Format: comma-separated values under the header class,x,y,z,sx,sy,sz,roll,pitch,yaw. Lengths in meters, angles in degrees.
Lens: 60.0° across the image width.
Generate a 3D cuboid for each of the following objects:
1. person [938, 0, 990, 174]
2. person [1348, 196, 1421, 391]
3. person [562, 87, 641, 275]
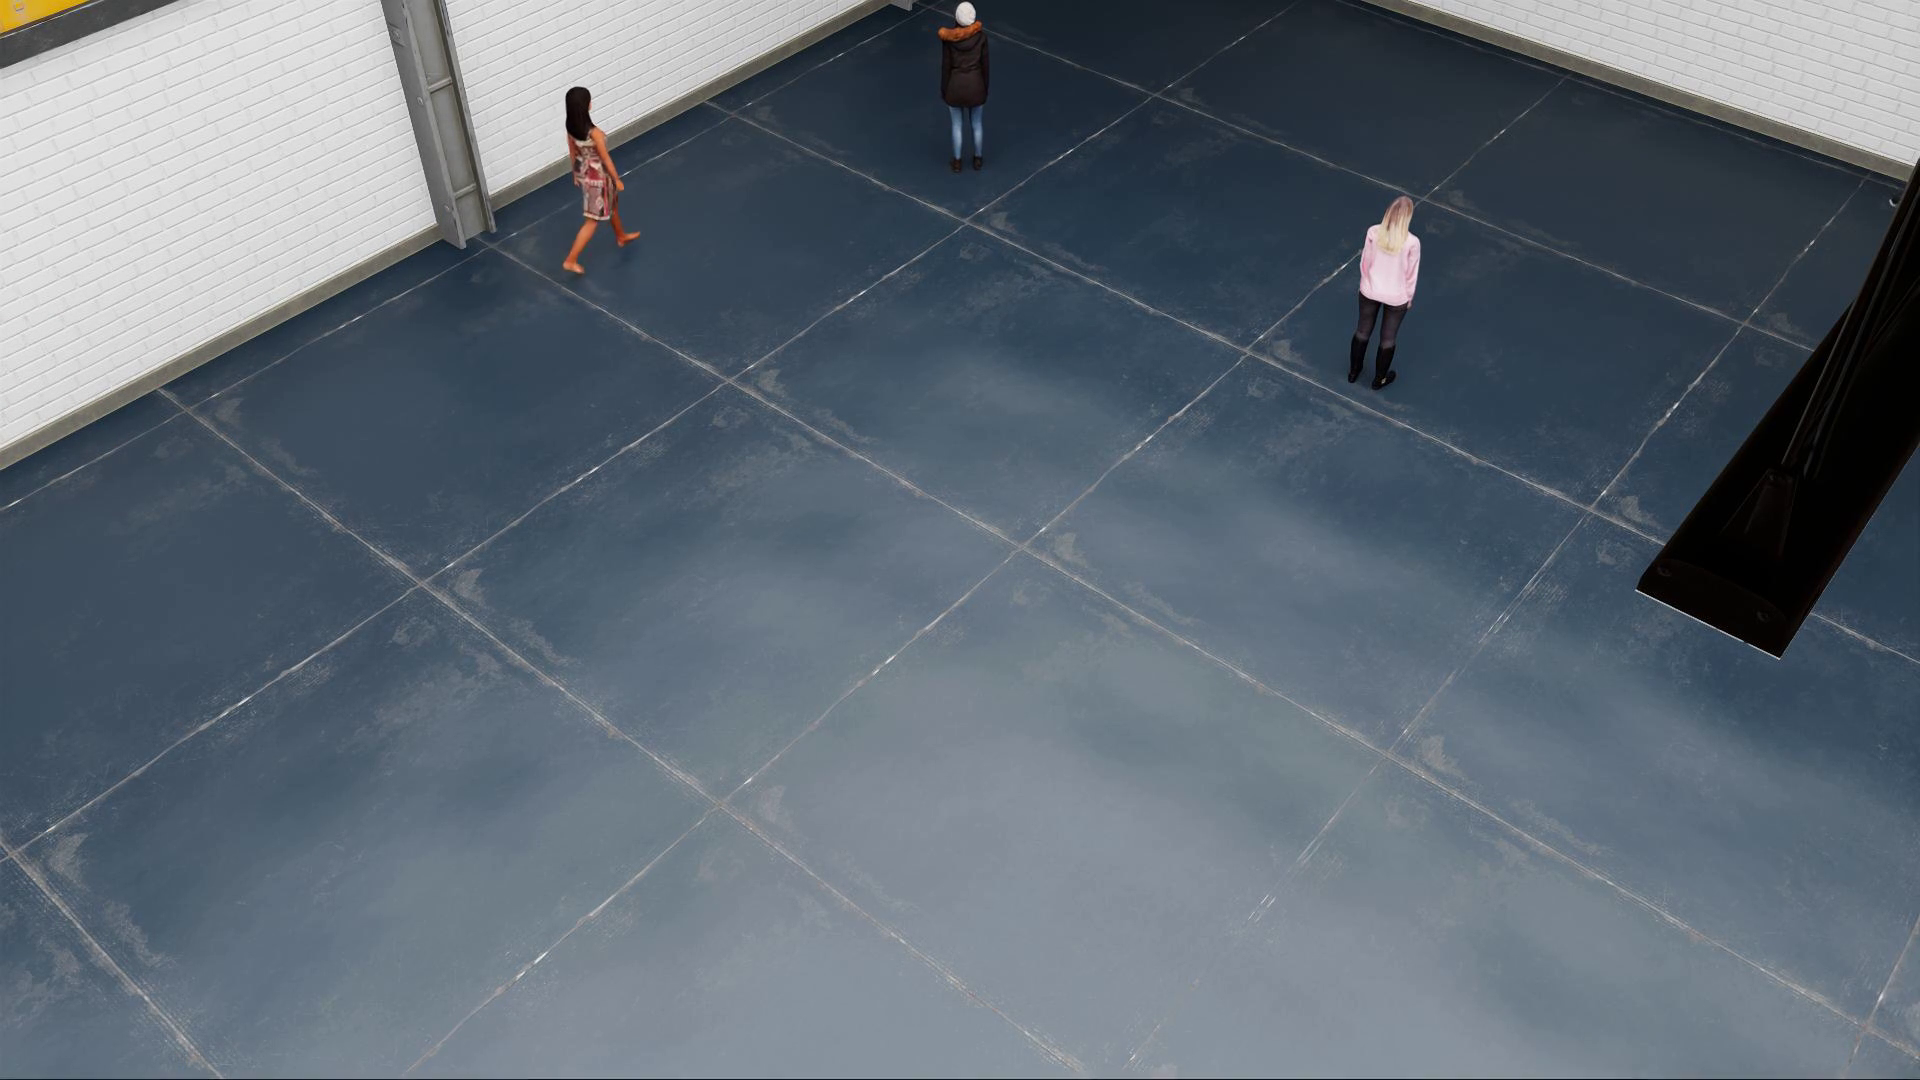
class,x,y,z,sx,sy,sz,roll,pitch,yaw
person,0.050,-4.124,15.146,0.726,1.633,0.790,-5,44,-5
person,3.257,-1.896,12.766,0.619,1.689,0.571,24,49,23
person,-3.132,-2.991,13.974,1.122,1.610,0.690,-33,53,-30
